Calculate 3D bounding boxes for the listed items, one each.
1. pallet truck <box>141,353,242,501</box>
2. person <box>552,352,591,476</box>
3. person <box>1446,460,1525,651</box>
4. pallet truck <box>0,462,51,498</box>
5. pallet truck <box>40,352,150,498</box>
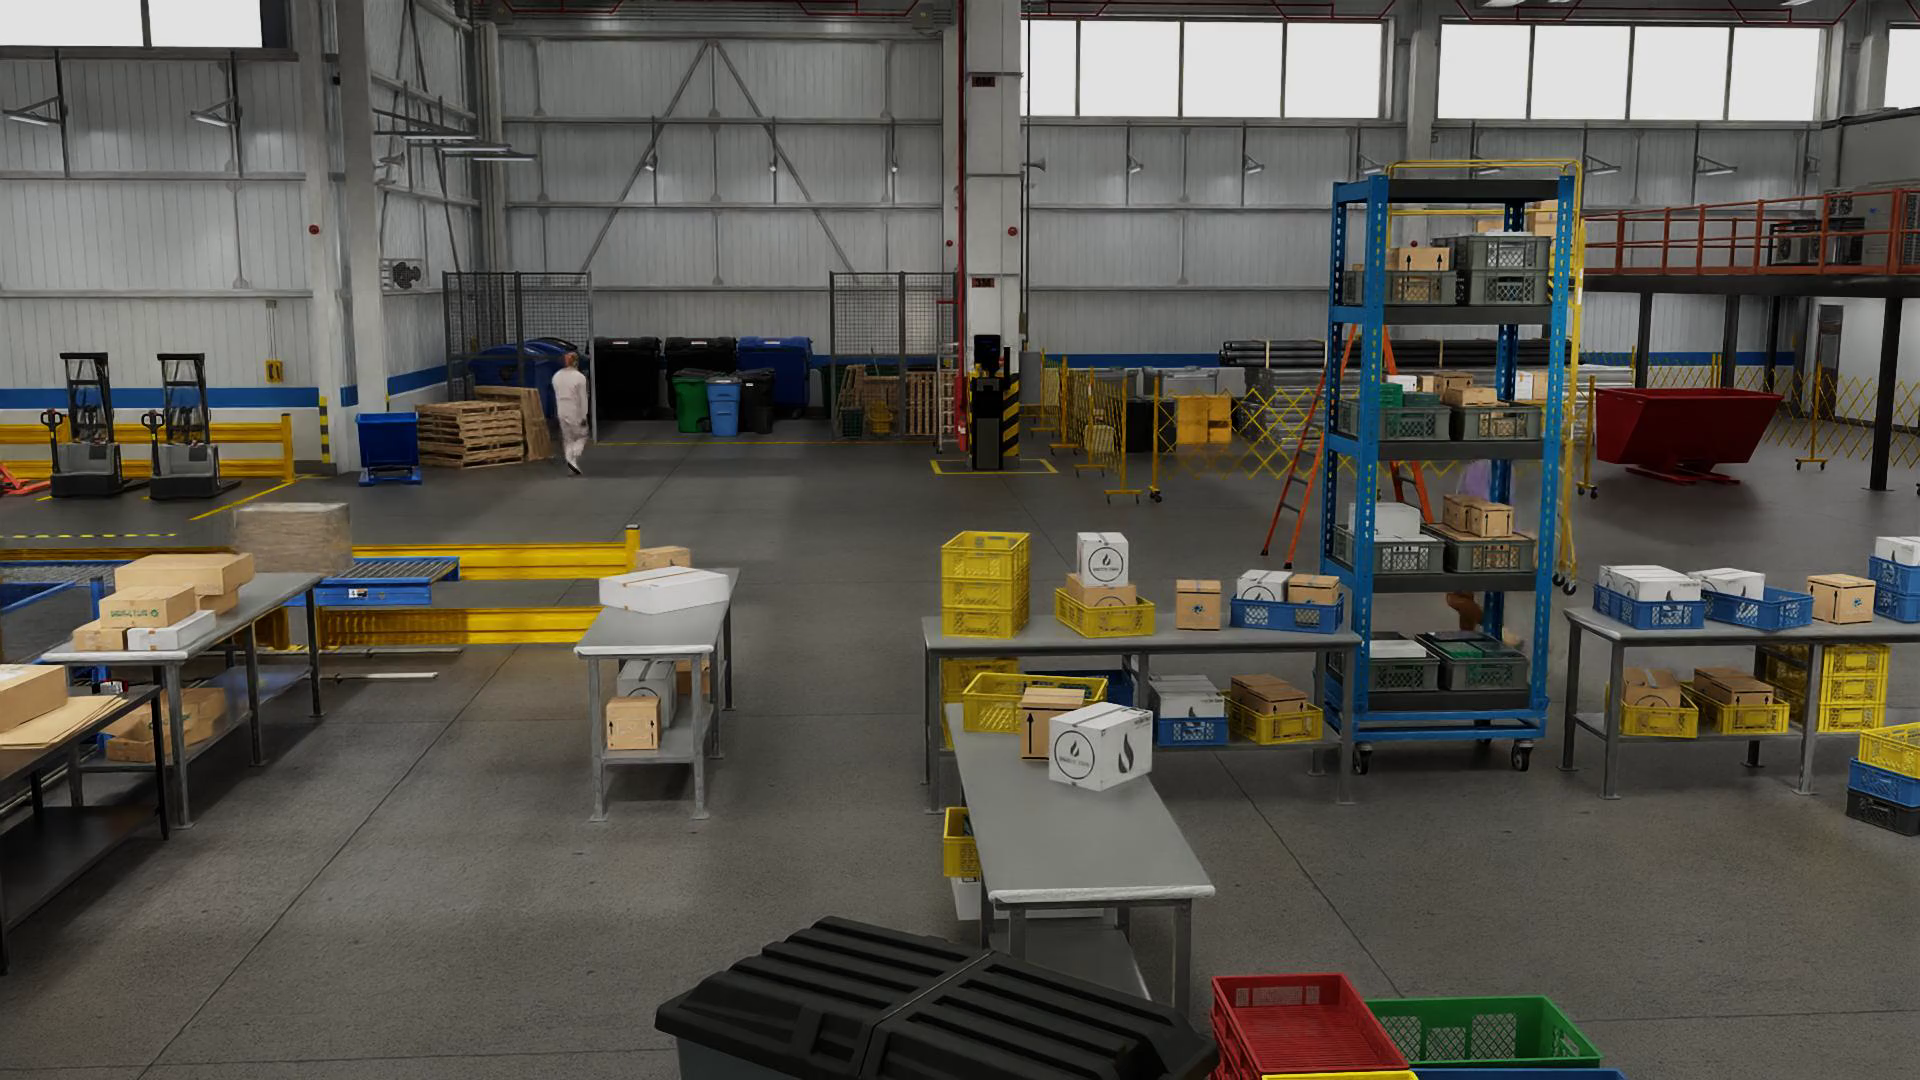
[{"bbox_3d":[-10.520,-1.604,22.925,0.823,1.965,1.885,-1,9,-6],"label":"pallet truck"},{"bbox_3d":[-5.846,-1.894,25.113,0.641,1.888,0.451,4,10,24],"label":"person"},{"bbox_3d":[3.929,0.035,12.545,0.602,2.026,0.614,5,10,27],"label":"person"},{"bbox_3d":[-13.193,-1.293,23.148,0.653,1.274,1.630,-1,9,-4],"label":"pallet truck"},{"bbox_3d":[-11.907,-1.642,23.165,0.823,1.965,1.885,0,9,0],"label":"pallet truck"}]
